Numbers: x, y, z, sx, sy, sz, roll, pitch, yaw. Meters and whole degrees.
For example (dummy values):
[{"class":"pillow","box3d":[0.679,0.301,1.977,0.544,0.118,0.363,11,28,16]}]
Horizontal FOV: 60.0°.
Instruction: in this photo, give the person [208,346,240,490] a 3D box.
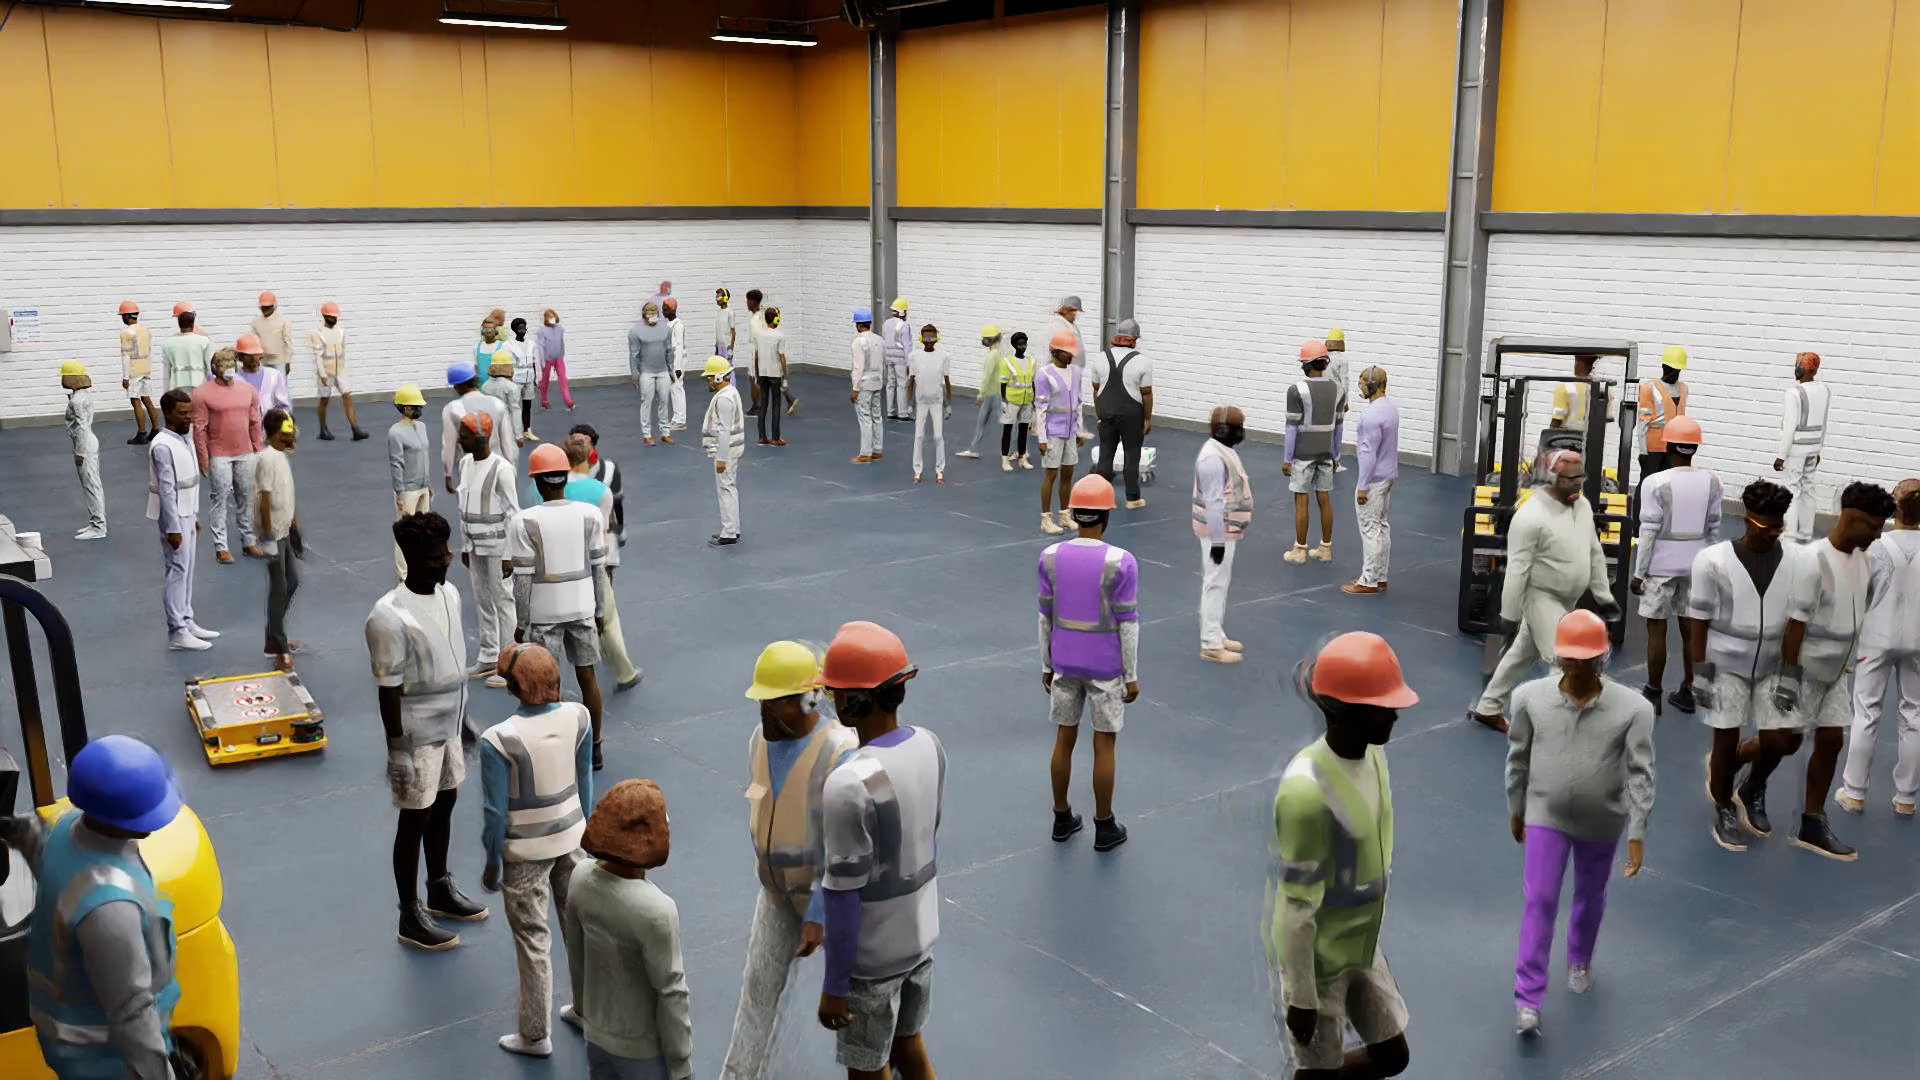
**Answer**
[{"class":"person","box3d":[-8.292,-1.394,18.972,0.318,1.631,0.514,9,15,38]}]

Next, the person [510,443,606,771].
[{"class":"person","box3d":[-2.300,0.406,9.541,0.543,1.931,0.371,-7,14,-30]}]

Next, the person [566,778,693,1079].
[{"class":"person","box3d":[-0.970,1.501,4.975,0.507,1.631,0.274,11,16,43]}]

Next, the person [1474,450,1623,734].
[{"class":"person","box3d":[3.535,0.364,9.963,0.647,1.852,1.032,-11,16,-42]}]

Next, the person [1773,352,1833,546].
[{"class":"person","box3d":[7.865,-0.822,15.583,0.585,1.882,0.343,-6,13,-27]}]

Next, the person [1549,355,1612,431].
[{"class":"person","box3d":[5.739,-0.871,15.744,0.702,1.922,0.809,-4,12,-17]}]

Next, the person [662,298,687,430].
[{"class":"person","box3d":[-4.081,-2.509,23.750,0.359,1.880,0.575,-5,13,-23]}]

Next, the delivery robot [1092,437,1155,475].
[{"class":"delivery robot","box3d":[1.897,-0.960,19.253,0.707,0.478,0.477,3,12,15]}]

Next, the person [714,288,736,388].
[{"class":"person","box3d":[-3.750,-3.057,26.427,0.328,1.868,0.513,-9,15,-38]}]

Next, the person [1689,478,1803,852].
[{"class":"person","box3d":[3.997,0.638,8.422,0.623,1.938,0.456,2,12,8]}]

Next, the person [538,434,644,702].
[{"class":"person","box3d":[-2.490,0.197,10.902,0.564,1.788,0.935,4,12,18]}]

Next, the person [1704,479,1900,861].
[{"class":"person","box3d":[4.298,0.621,8.533,0.667,1.920,0.784,-7,13,-29]}]

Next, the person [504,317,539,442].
[{"class":"person","box3d":[-5.928,-2.153,22.466,0.322,1.697,0.532,10,15,39]}]

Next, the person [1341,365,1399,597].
[{"class":"person","box3d":[3.455,-0.492,13.891,0.379,1.931,0.635,6,13,28]}]

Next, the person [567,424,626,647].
[{"class":"person","box3d":[-2.750,-0.032,12.321,0.541,1.646,0.836,-2,12,-11]}]

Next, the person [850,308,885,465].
[{"class":"person","box3d":[-1.170,-1.909,20.683,0.405,1.943,0.614,6,13,28]}]

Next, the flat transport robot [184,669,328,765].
[{"class":"flat transport robot","box3d":[-4.413,1.068,10.373,0.652,0.197,1.431,-7,13,-29]}]

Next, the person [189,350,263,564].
[{"class":"person","box3d":[-6.653,-0.764,15.173,0.372,1.940,0.631,9,15,38]}]

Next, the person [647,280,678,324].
[{"class":"person","box3d":[-5.256,-3.621,29.159,0.696,1.863,0.965,5,13,22]}]

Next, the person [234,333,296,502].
[{"class":"person","box3d":[-6.958,-1.057,16.454,0.626,1.998,1.035,-11,16,-42]}]

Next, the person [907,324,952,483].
[{"class":"person","box3d":[-0.354,-1.585,19.336,0.514,1.861,0.322,1,12,2]}]

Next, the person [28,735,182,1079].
[{"class":"person","box3d":[-2.396,1.428,4.711,0.390,1.896,0.699,-9,15,-36]}]

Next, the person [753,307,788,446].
[{"class":"person","box3d":[-2.517,-2.175,22.200,0.524,1.857,0.341,6,13,26]}]

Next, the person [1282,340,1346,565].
[{"class":"person","box3d":[3.184,-0.791,15.092,0.601,2.035,0.415,-5,13,-24]}]

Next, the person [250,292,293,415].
[{"class":"person","box3d":[-9.817,-2.555,23.758,0.609,1.970,0.513,2,12,10]}]

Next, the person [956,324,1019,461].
[{"class":"person","box3d":[0.424,-1.855,20.971,0.899,1.723,0.534,1,12,5]}]

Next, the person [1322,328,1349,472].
[{"class":"person","box3d":[4.522,-1.700,20.197,0.323,1.737,0.486,-9,15,-37]}]

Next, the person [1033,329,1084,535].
[{"class":"person","box3d":[1.001,-1.058,16.387,0.611,2.030,0.410,-11,16,-42]}]

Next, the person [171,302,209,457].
[{"class":"person","box3d":[-9.863,-2.060,21.340,0.409,1.982,0.626,3,12,12]}]

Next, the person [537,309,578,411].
[{"class":"person","box3d":[-6.304,-2.781,25.771,0.887,1.574,0.517,11,16,42]}]

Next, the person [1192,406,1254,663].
[{"class":"person","box3d":[1.893,-0.050,11.983,0.431,1.838,0.643,3,12,14]}]
